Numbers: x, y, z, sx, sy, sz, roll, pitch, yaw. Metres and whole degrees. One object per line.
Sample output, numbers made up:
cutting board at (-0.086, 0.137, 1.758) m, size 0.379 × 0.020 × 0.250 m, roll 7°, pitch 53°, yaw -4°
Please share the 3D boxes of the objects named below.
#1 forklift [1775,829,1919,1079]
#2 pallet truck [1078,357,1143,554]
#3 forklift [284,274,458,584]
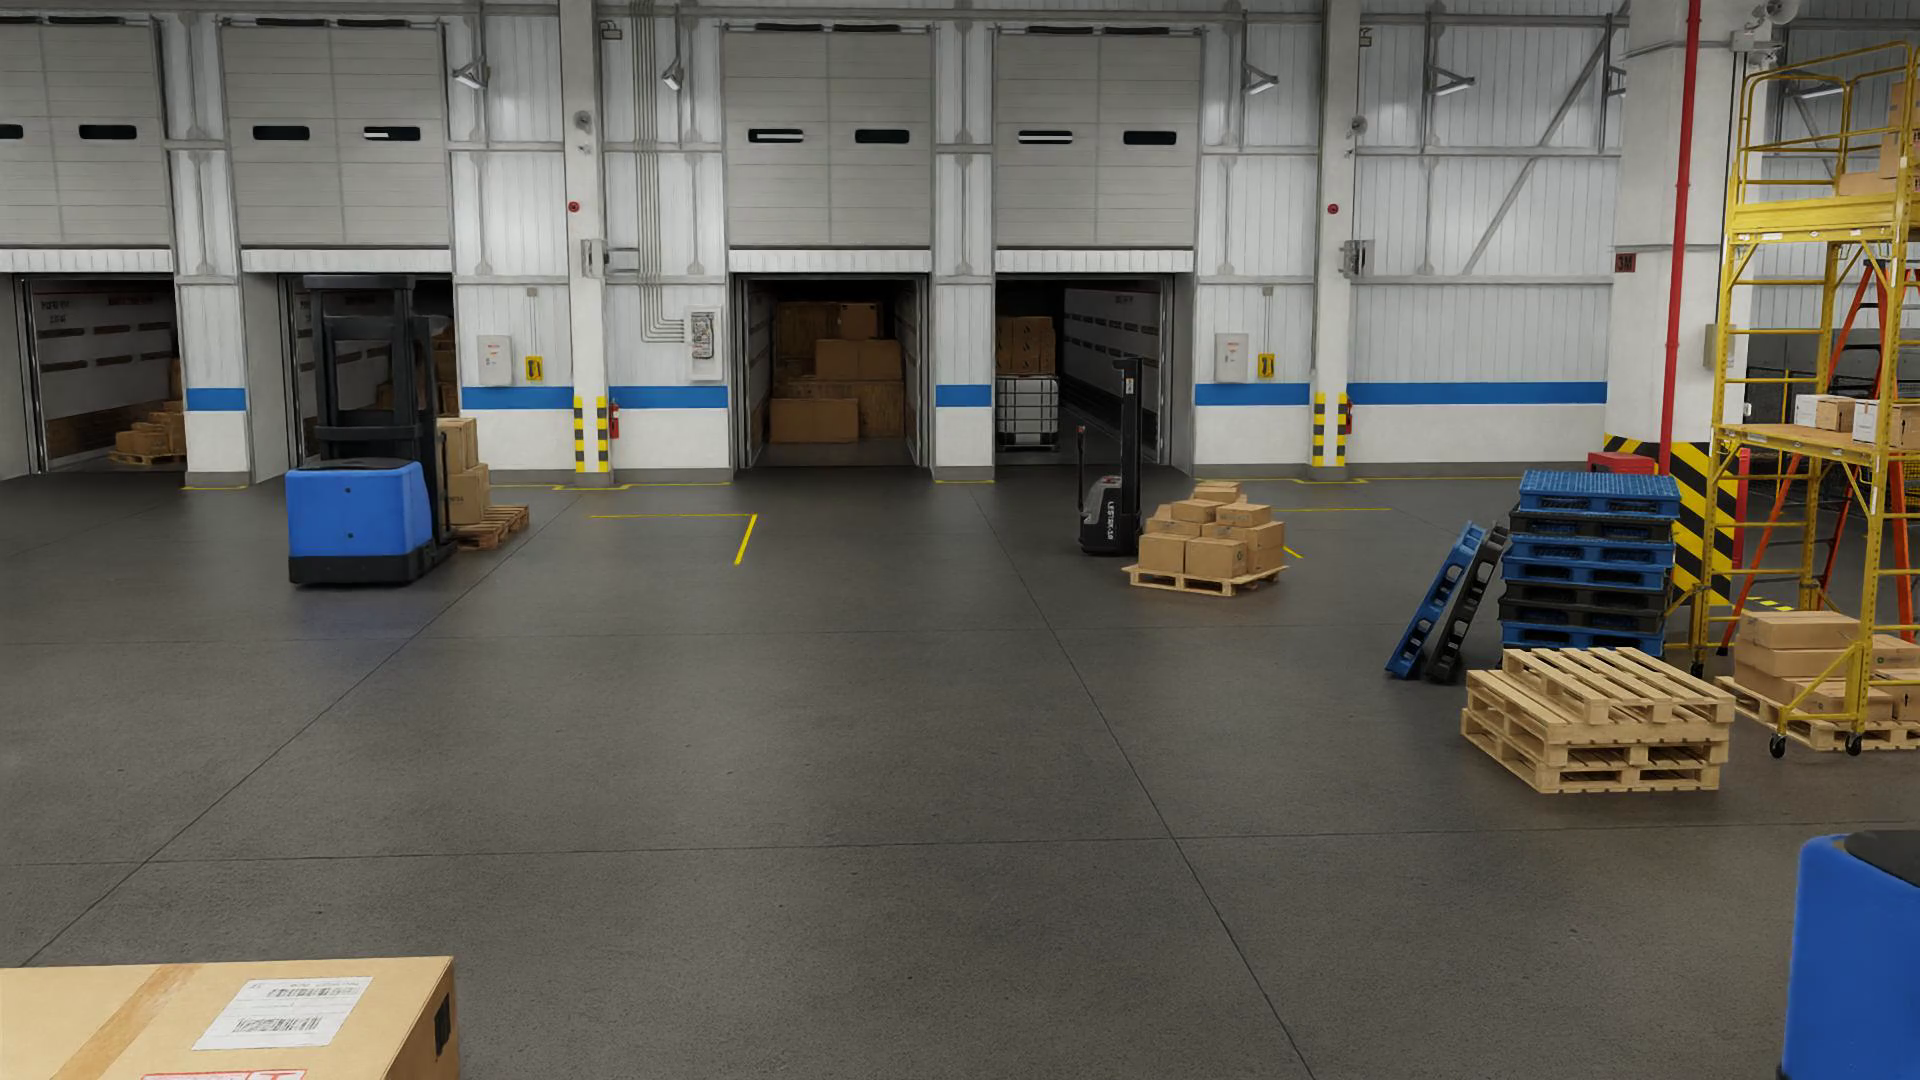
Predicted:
forklift at (3.242, 0.705, 4.319) m, size 1.129 × 2.768 × 1.873 m, roll -2°, pitch 9°, yaw -10°
pallet truck at (2.088, -0.836, 16.757) m, size 1.885 × 1.965 × 0.823 m, roll 2°, pitch 9°, yaw 13°
forklift at (-5.548, -1.087, 15.570) m, size 1.129 × 2.768 × 1.873 m, roll -1°, pitch 9°, yaw -4°
